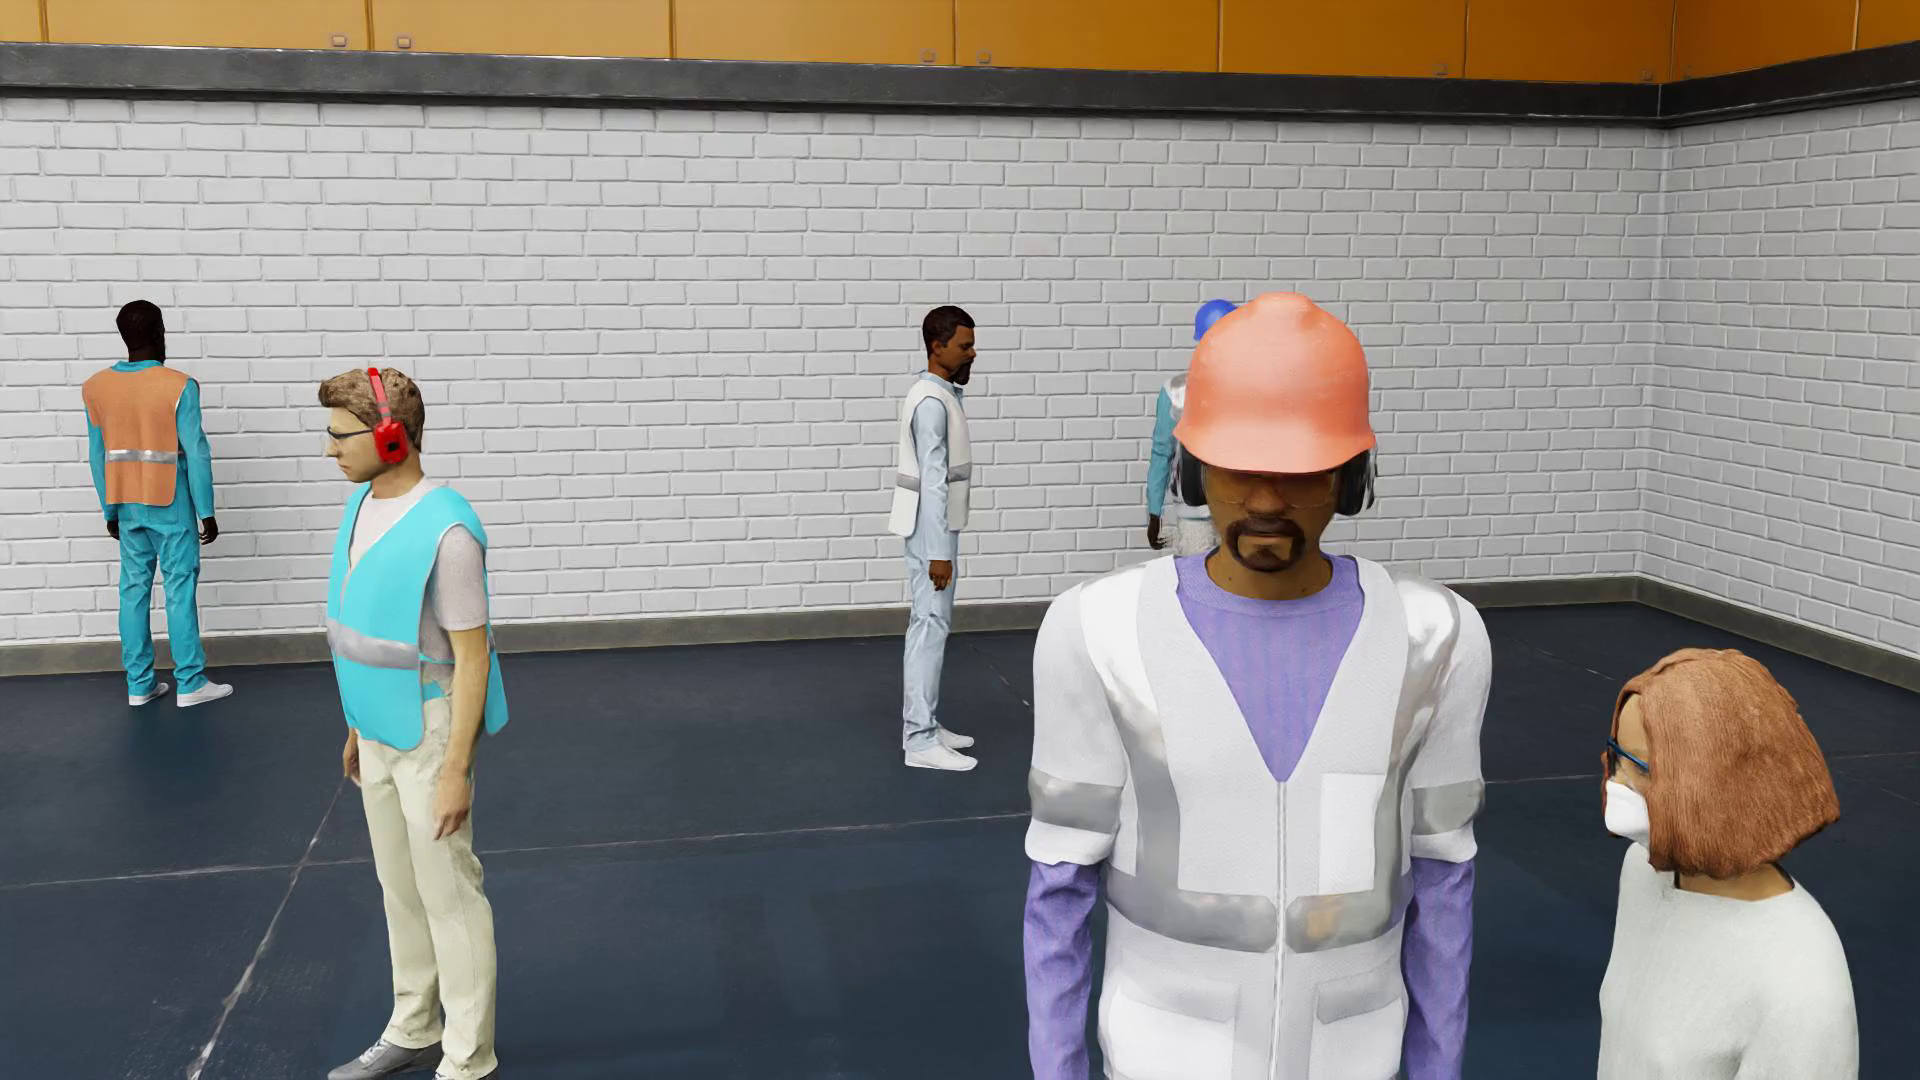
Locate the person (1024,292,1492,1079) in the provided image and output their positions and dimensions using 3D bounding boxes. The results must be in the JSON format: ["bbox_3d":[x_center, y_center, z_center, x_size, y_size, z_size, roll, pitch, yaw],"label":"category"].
[{"bbox_3d":[0.393,0.699,2.219,0.615,2.038,0.395,0,9,-1],"label":"person"}]

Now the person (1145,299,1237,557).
[{"bbox_3d":[1.153,-0.128,7.620,0.646,1.919,0.741,3,10,18],"label":"person"}]

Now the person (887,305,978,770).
[{"bbox_3d":[-0.113,-0.014,6.937,0.375,1.916,0.592,0,9,0],"label":"person"}]

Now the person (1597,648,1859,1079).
[{"bbox_3d":[0.906,0.932,2.065,0.288,1.628,0.502,0,9,1],"label":"person"}]

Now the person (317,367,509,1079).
[{"bbox_3d":[-1.321,0.498,4.060,0.390,1.838,0.563,-9,13,-43],"label":"person"}]

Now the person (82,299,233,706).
[{"bbox_3d":[-3.794,-0.162,7.830,0.593,1.922,0.392,1,9,8],"label":"person"}]
